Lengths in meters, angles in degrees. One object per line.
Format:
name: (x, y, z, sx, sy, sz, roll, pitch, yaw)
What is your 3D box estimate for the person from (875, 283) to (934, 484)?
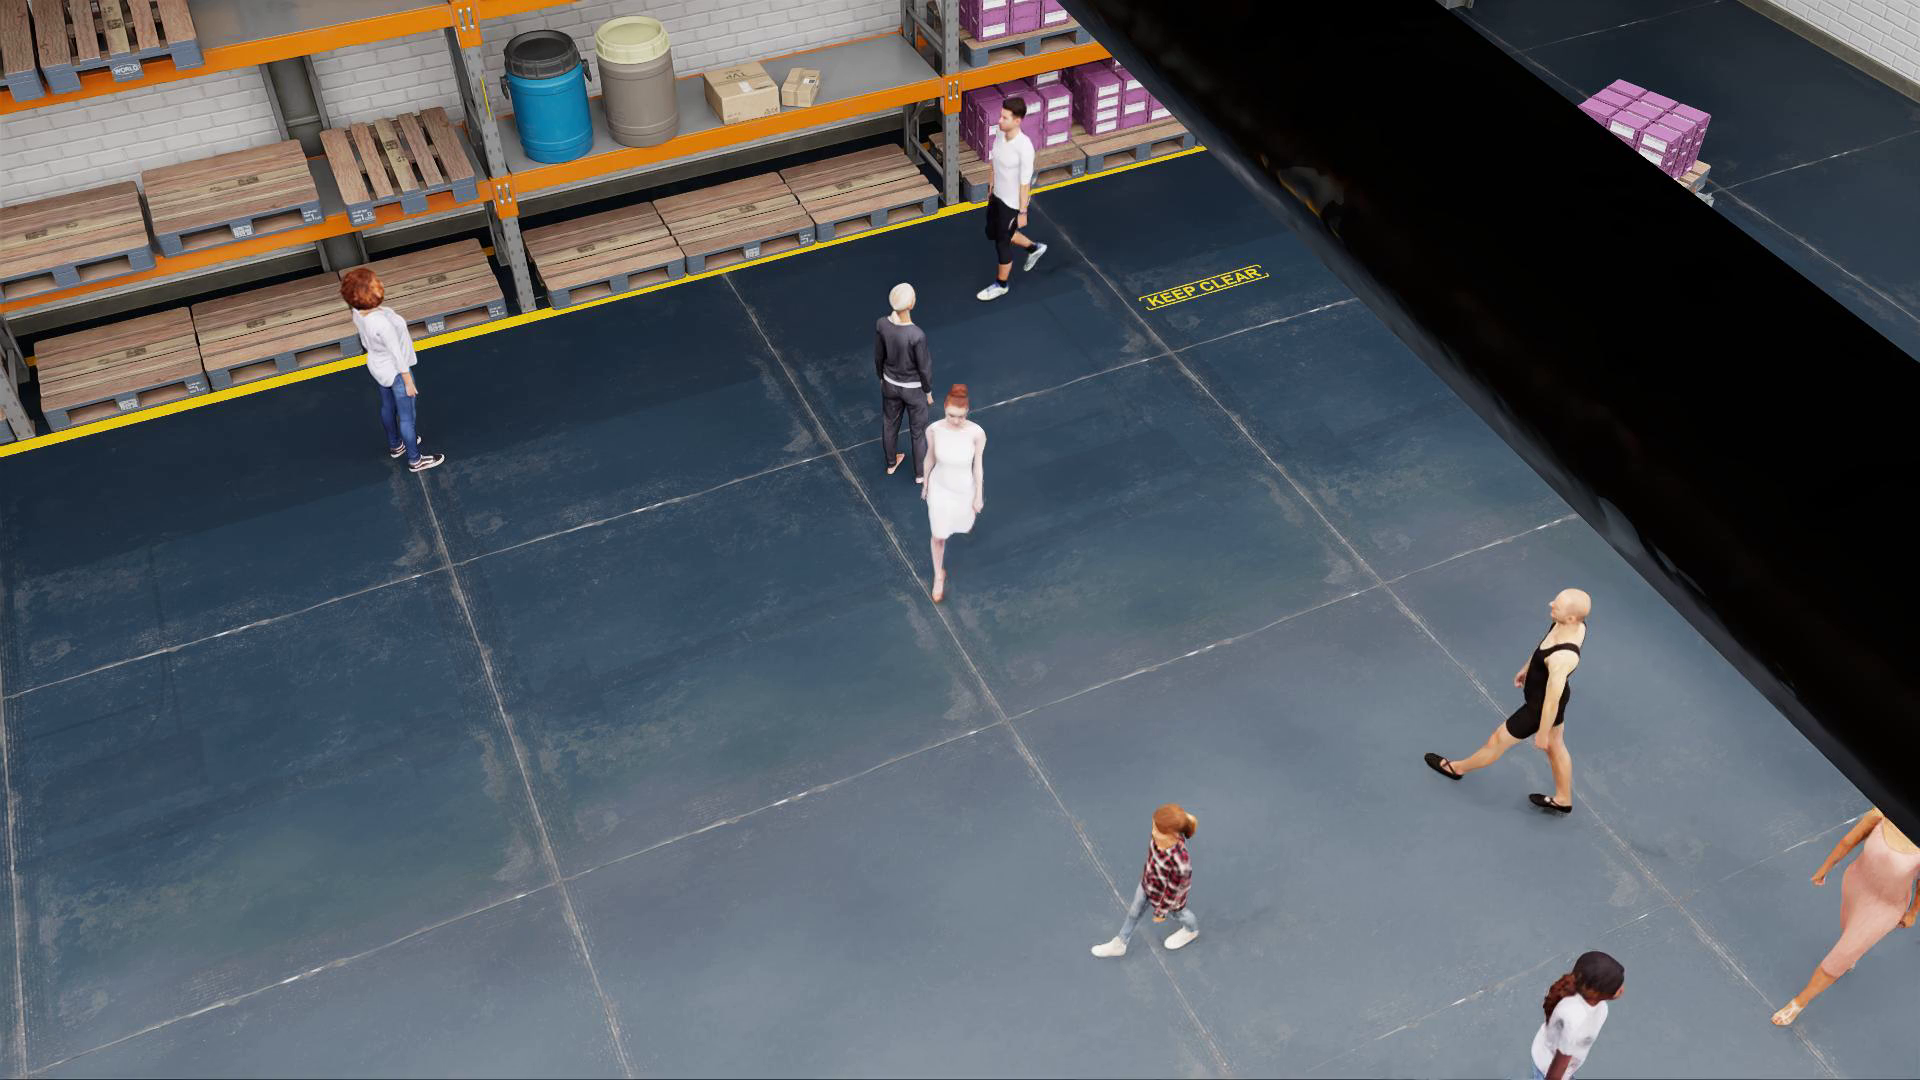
person: (-0.403, -1.150, 12.160, 0.679, 1.727, 0.708, 20, 47, 20)

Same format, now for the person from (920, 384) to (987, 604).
person: (-0.002, -0.377, 11.318, 1.030, 1.769, 1.025, 10, 44, 10)

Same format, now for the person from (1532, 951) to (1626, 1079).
person: (2.899, 2.559, 8.273, 0.832, 1.717, 0.773, 21, 48, 21)

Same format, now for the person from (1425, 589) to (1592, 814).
person: (3.550, 1.009, 9.871, 1.195, 1.757, 1.186, 18, 46, 18)

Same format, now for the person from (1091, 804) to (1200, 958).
person: (1.203, 1.912, 9.276, 0.878, 1.272, 0.549, -16, 46, -16)

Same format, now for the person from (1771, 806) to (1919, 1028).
person: (4.976, 1.867, 8.940, 0.975, 1.800, 0.652, -20, 47, -20)

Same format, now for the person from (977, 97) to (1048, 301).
person: (0.470, -2.876, 13.891, 0.940, 1.838, 0.696, -20, 47, -20)

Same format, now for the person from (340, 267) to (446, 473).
person: (-4.235, -1.273, 12.301, 0.727, 1.711, 0.715, 34, 53, 31)
